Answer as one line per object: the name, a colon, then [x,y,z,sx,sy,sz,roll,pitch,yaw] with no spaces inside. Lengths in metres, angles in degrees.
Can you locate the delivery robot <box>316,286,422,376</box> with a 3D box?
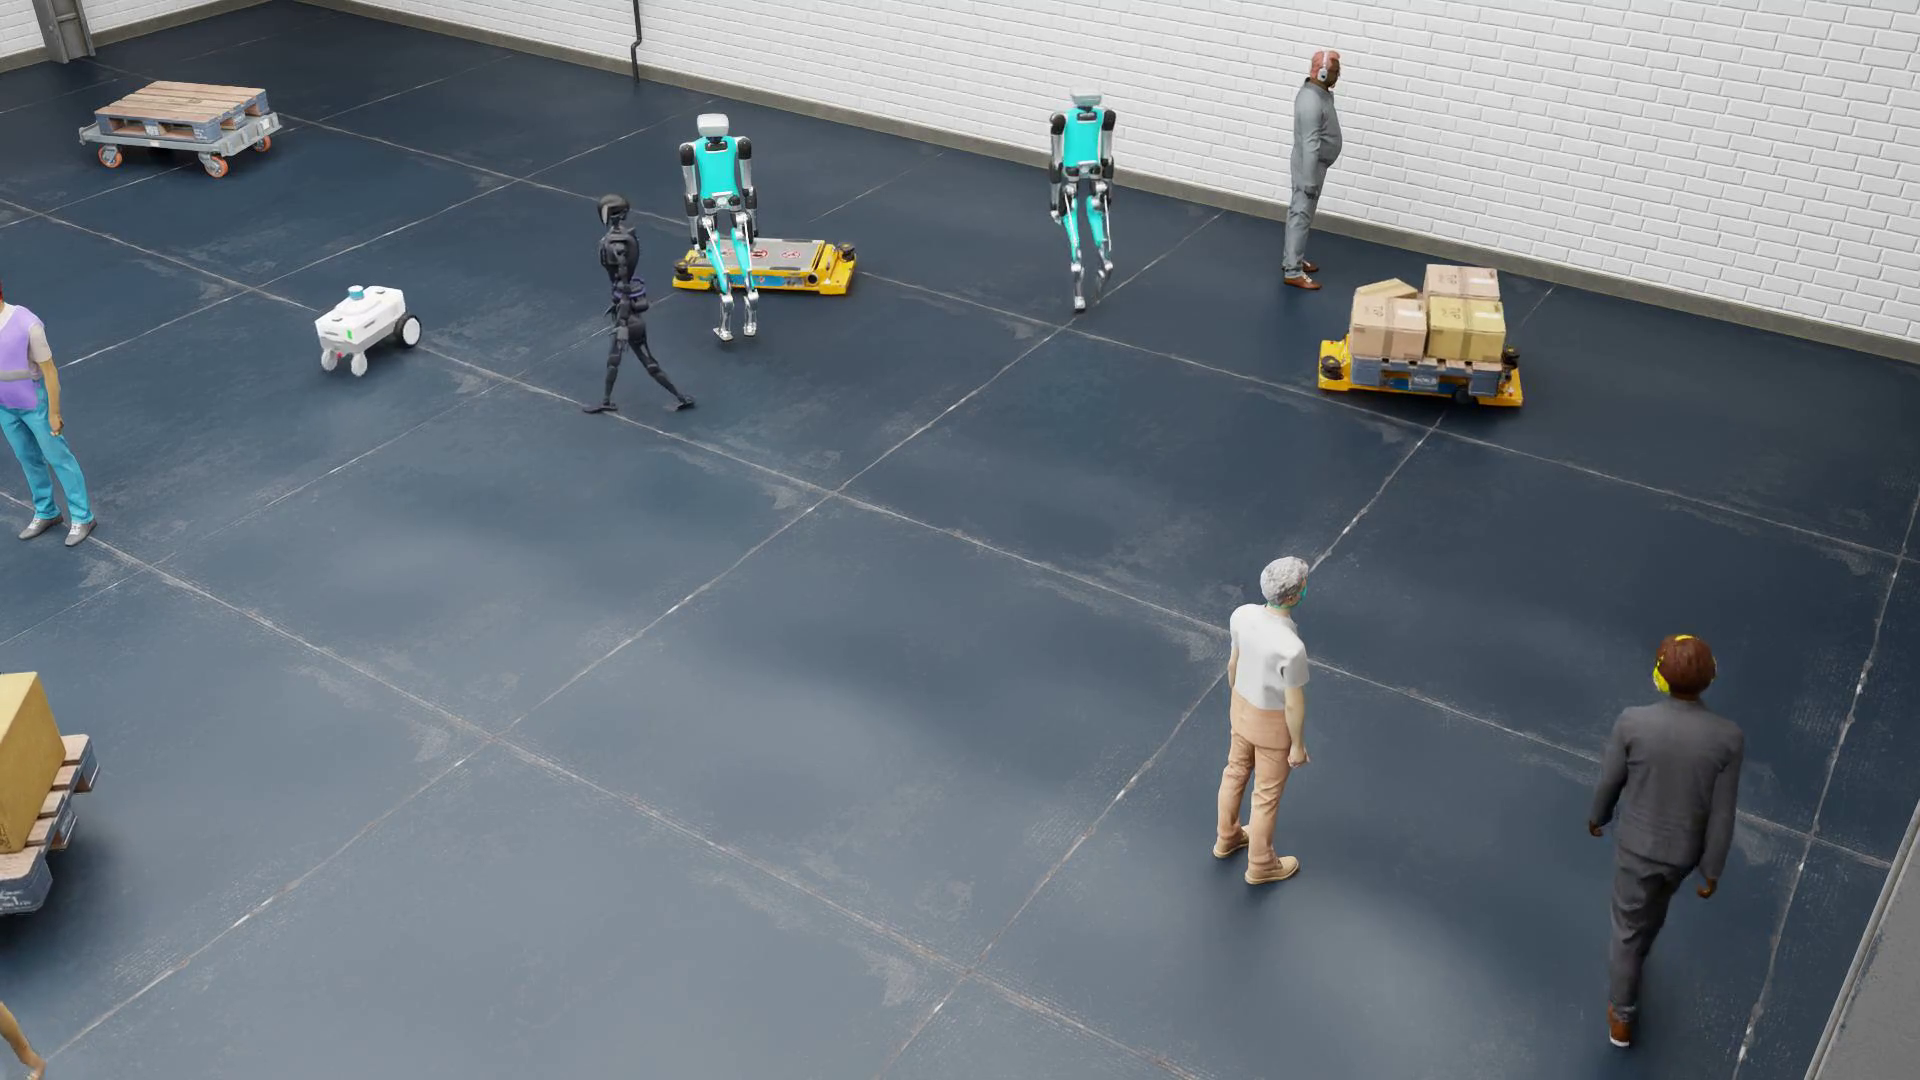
delivery robot: [-4.481,-1.620,12.528,0.499,0.612,0.815,11,34,17]

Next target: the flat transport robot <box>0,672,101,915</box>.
flat transport robot: [-4.793,1.547,7.849,0.659,0.231,1.431,-5,33,-7]

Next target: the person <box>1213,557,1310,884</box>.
person: [1.402,0.820,7.612,0.320,1.748,0.483,-18,37,-26]

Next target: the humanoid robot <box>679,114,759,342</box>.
humanoid robot: [-1.710,-2.235,12.253,0.533,1.677,0.735,-9,34,-14]

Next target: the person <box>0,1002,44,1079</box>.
person: [-3.540,1.923,5.850,0.749,1.804,0.399,-26,41,-34]

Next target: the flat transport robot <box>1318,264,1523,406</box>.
flat transport robot: [3.380,-1.266,12.226,1.431,0.231,0.659,7,33,10]

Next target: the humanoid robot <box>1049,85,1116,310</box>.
humanoid robot: [1.005,-2.552,12.887,0.545,1.806,0.693,-11,34,-17]

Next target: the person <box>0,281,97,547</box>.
person: [-5.671,-0.830,10.088,0.565,1.846,0.390,8,34,12]

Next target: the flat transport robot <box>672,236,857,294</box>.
flat transport robot: [-1.612,-2.274,13.794,1.431,0.231,0.659,3,33,4]

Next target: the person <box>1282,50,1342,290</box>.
person: [2.843,-2.987,13.391,0.410,1.908,0.638,5,33,8]

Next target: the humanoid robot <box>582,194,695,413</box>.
humanoid robot: [-2.294,-1.591,11.487,0.792,1.636,0.603,-8,34,-12]

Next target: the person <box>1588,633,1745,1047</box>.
person: [2.876,1.230,6.903,0.517,1.820,0.760,9,34,13]
